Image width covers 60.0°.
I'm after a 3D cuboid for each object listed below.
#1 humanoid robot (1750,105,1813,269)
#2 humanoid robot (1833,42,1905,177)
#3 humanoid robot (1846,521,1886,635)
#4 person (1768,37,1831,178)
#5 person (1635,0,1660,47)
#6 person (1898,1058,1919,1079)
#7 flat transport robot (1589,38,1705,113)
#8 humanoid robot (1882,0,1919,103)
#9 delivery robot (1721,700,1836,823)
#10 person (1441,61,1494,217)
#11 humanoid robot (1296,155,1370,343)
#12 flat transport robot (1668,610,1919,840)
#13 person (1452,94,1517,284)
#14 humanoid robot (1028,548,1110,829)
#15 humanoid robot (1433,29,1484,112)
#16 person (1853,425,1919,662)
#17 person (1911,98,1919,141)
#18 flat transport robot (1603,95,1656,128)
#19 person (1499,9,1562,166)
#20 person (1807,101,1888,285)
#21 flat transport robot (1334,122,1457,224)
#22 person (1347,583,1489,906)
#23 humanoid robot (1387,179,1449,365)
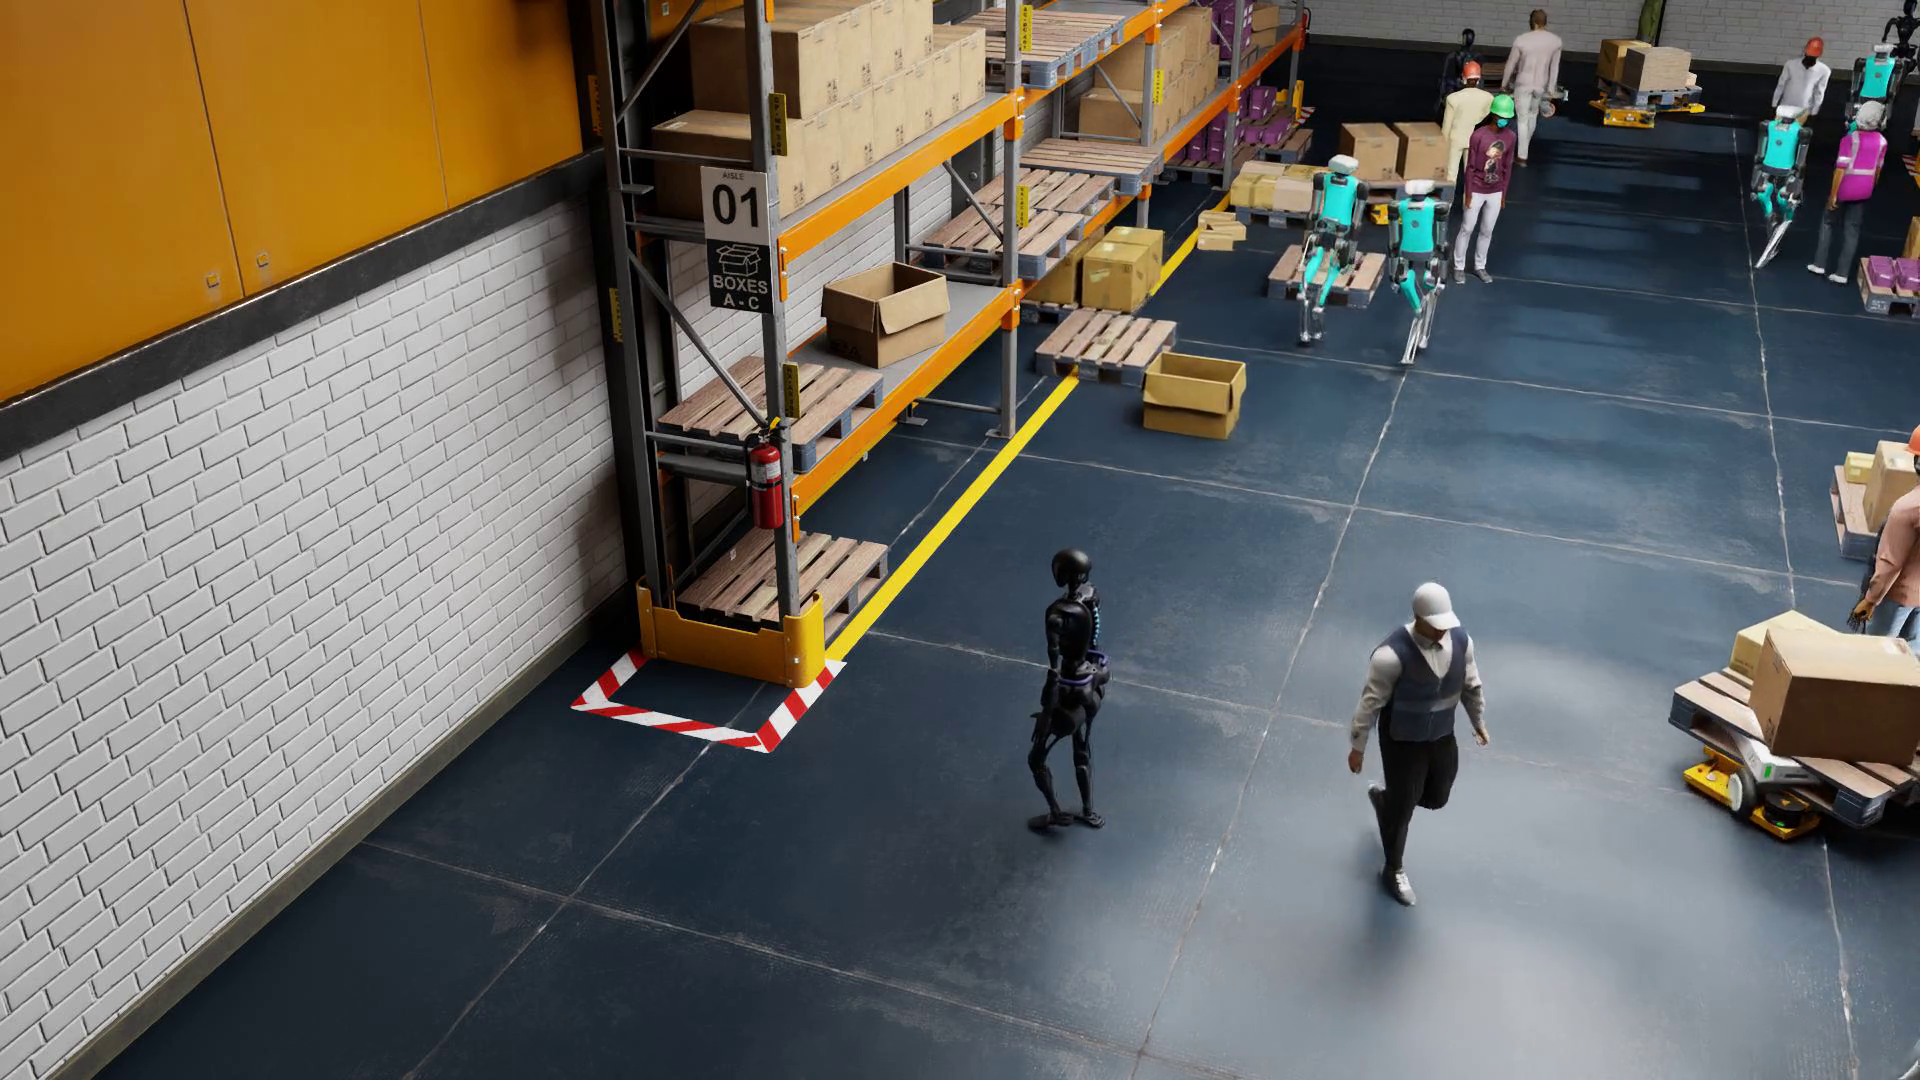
[{"bbox_3d":[8.561,-3.636,17.278,0.899,1.843,0.538,-22,35,-36],"label":"humanoid robot"},{"bbox_3d":[10.995,-5.142,20.229,0.545,1.879,0.828,10,29,18],"label":"humanoid robot"},{"bbox_3d":[5.463,0.307,9.620,0.605,1.652,0.328,-3,27,-7],"label":"humanoid robot"},{"bbox_3d":[10.287,-5.326,20.480,0.578,1.725,0.382,17,32,29],"label":"person"},{"bbox_3d":[10.251,-7.540,24.883,0.265,1.631,0.506,1,27,1],"label":"person"},{"bbox_3d":[4.500,1.671,6.757,1.006,1.874,0.598,9,29,16],"label":"person"},{"bbox_3d":[9.907,-6.303,23.977,1.431,0.231,0.659,-4,28,-8],"label":"flat transport robot"},{"bbox_3d":[13.259,-6.788,23.397,0.612,1.641,0.561,20,33,33],"label":"humanoid robot"},{"bbox_3d":[4.469,1.180,9.150,0.499,0.595,0.781,2,27,4],"label":"delivery robot"},{"bbox_3d":[5.751,-4.571,18.991,0.559,1.755,0.319,-2,27,-3],"label":"person"},{"bbox_3d":[3.296,-2.556,15.133,0.560,1.792,0.821,17,32,30],"label":"humanoid robot"},{"bbox_3d":[4.817,1.237,9.350,1.431,0.231,0.659,-15,31,-27],"label":"flat transport robot"},{"bbox_3d":[5.320,-3.537,16.803,0.488,1.934,0.450,-3,27,-5],"label":"person"},{"bbox_3d":[0.581,0.785,8.691,0.400,1.644,0.608,14,31,26],"label":"humanoid robot"},{"bbox_3d":[6.359,-5.673,21.224,0.615,1.652,0.448,-4,28,-8],"label":"humanoid robot"},{"bbox_3d":[5.302,0.262,9.372,0.610,1.985,0.390,-13,30,-24],"label":"person"},{"bbox_3d":[13.107,-6.268,22.195,0.429,1.844,0.624,7,28,13],"label":"person"},{"bbox_3d":[9.481,-6.086,23.556,0.659,0.231,1.431,9,29,17],"label":"flat transport robot"},{"bbox_3d":[7.230,-5.802,21.240,0.630,1.892,0.922,-3,27,-5],"label":"person"},{"bbox_3d":[9.066,-3.520,16.892,0.528,1.812,0.644,1,27,3],"label":"person"},{"bbox_3d":[5.026,-3.967,19.446,0.659,0.231,1.431,-1,27,-1],"label":"flat transport robot"},{"bbox_3d":[2.260,0.946,8.308,0.766,1.737,0.586,-9,29,-17],"label":"person"},{"bbox_3d":[4.109,-2.417,14.859,0.587,1.734,1.038,14,30,25],"label":"humanoid robot"}]
